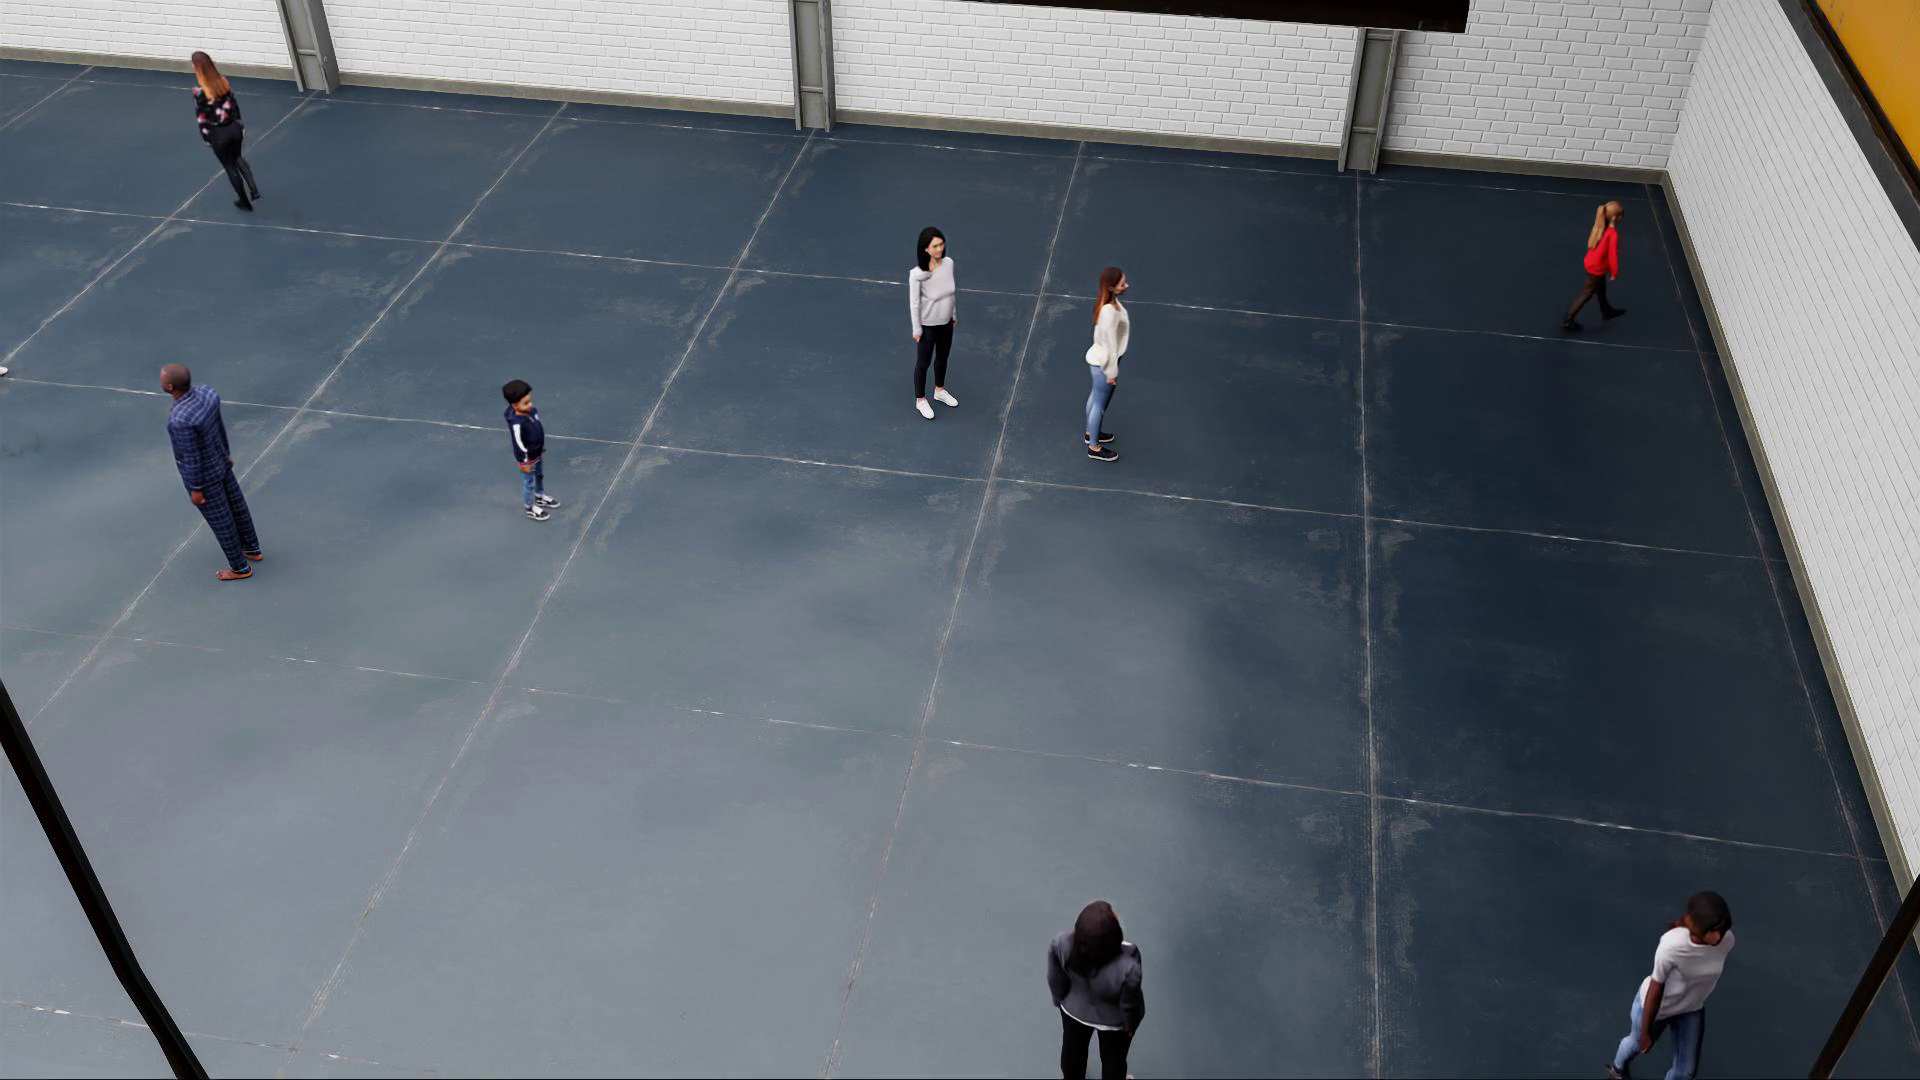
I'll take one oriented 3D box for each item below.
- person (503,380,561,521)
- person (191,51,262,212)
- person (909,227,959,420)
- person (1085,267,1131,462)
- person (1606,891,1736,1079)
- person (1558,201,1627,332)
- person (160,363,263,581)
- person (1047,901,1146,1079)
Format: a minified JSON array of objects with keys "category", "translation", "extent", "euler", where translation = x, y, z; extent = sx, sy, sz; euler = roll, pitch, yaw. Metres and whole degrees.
[{"category":"person","translation":[-3.323,-0.711,12.806],"extent":[0.485,1.222,0.515],"euler":[9,39,11]},{"category":"person","translation":[-7.305,-4.063,16.641],"extent":[0.708,1.675,0.684],"euler":[22,43,25]},{"category":"person","translation":[-0.221,-1.829,13.823],"extent":[0.710,1.701,0.745],"euler":[-30,48,-32]},{"category":"person","translation":[1.166,-1.431,13.332],"extent":[0.596,1.691,0.655],"euler":[0,39,1]},{"category":"person","translation":[3.613,2.351,8.587],"extent":[0.786,1.702,0.797],"euler":[-7,39,-8]},{"category":"person","translation":[5.676,-2.433,14.940],"extent":[0.909,1.250,0.609],"euler":[-2,39,-2]},{"category":"person","translation":[-5.453,-0.509,12.071],"extent":[0.596,1.824,0.663],"euler":[5,39,6]},{"category":"person","translation":[0.713,2.405,8.605],"extent":[0.688,1.597,0.805],"euler":[17,42,20]}]
